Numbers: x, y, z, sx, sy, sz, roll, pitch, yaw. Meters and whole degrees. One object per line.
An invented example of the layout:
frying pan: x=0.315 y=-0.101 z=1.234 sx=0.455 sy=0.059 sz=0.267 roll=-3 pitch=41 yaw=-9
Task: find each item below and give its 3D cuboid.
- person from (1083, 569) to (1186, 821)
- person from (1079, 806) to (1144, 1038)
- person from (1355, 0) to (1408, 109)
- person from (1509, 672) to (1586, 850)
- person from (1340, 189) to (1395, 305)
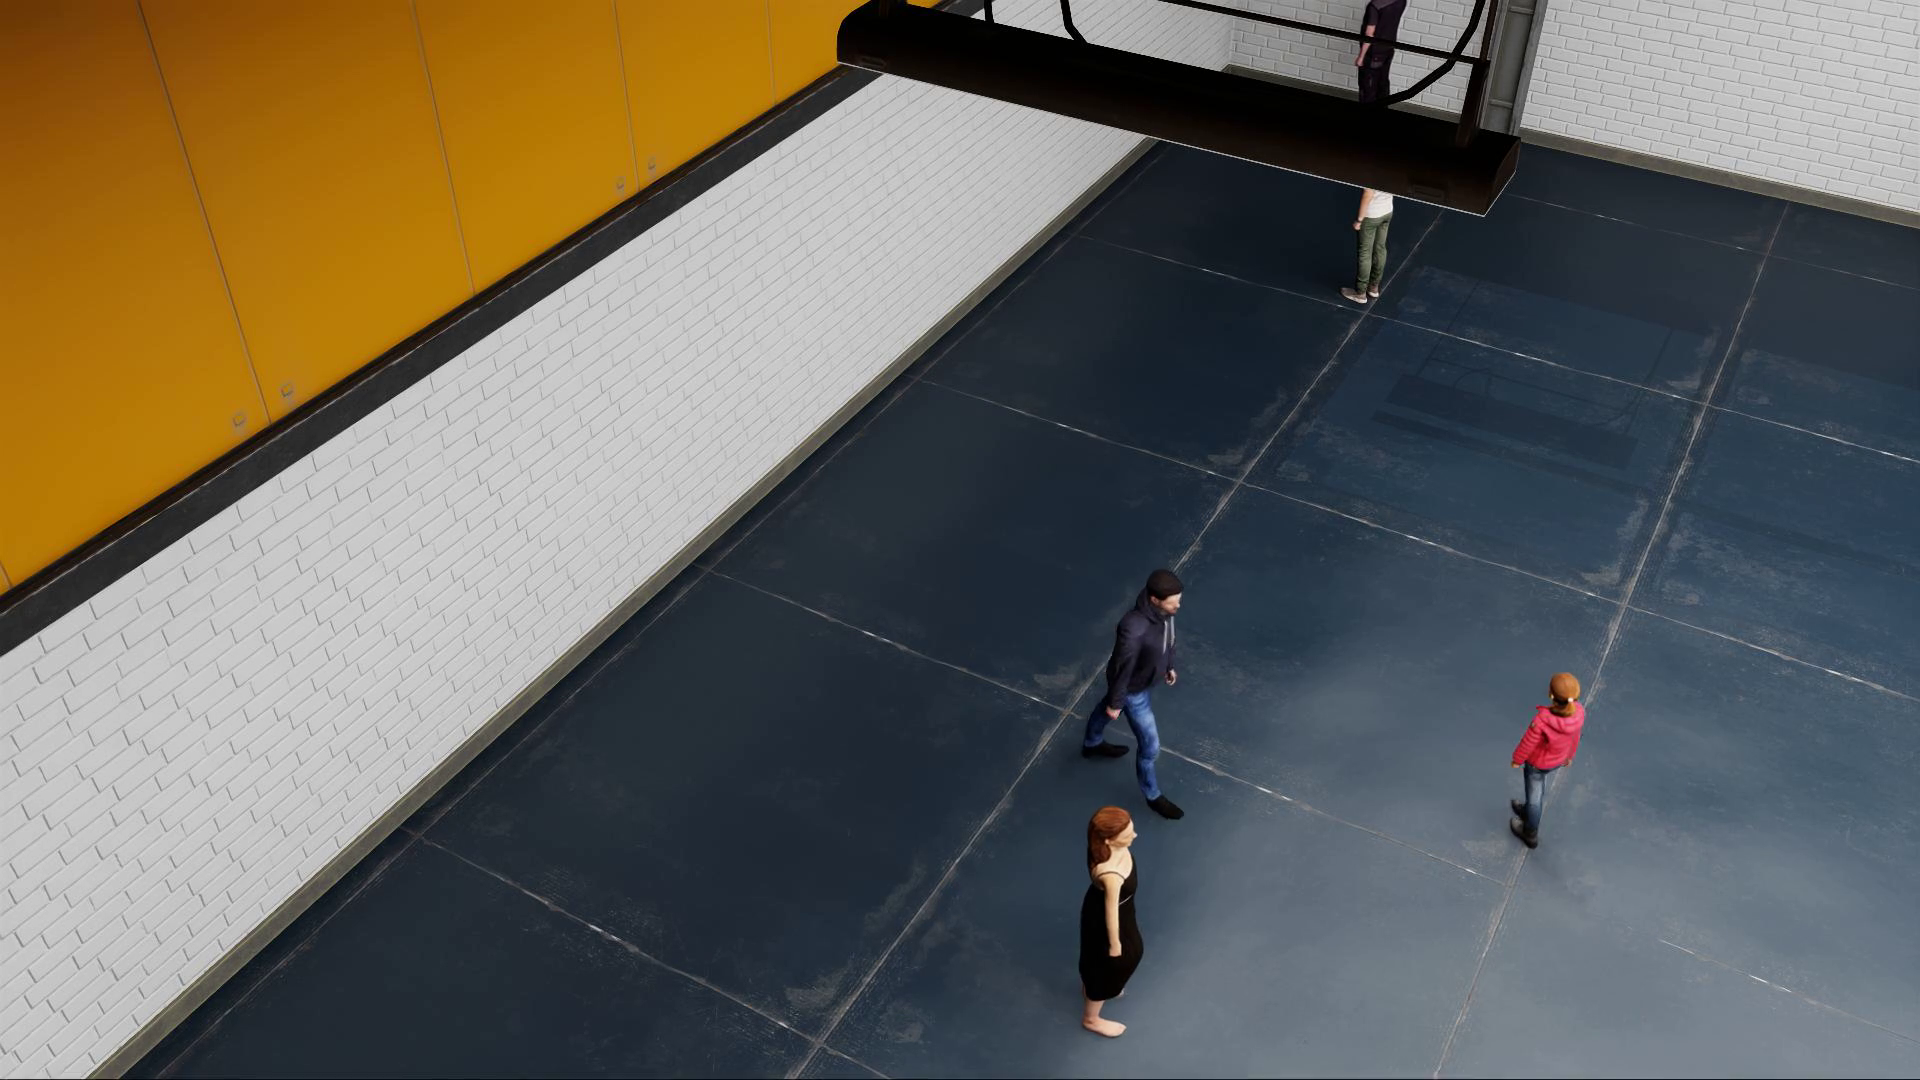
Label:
person: x=0.999 y=0.826 z=10.149 sx=1.042 sy=1.827 sz=0.724 roll=12 pitch=40 yaw=15
person: x=0.770 y=1.983 z=8.864 sx=0.695 sy=1.624 sz=0.665 roll=2 pitch=39 yaw=3
person: x=4.434 y=-5.174 z=17.648 sx=0.784 sy=1.845 sz=0.727 roll=-27 pitch=46 yaw=-29
person: x=3.530 y=1.351 z=9.907 sx=0.663 sy=1.310 sz=0.721 roll=-14 pitch=41 yaw=-16
person: x=3.747 y=-2.930 z=14.990 sx=0.644 sy=1.655 sz=0.654 roll=-24 pitch=44 yaw=-27
